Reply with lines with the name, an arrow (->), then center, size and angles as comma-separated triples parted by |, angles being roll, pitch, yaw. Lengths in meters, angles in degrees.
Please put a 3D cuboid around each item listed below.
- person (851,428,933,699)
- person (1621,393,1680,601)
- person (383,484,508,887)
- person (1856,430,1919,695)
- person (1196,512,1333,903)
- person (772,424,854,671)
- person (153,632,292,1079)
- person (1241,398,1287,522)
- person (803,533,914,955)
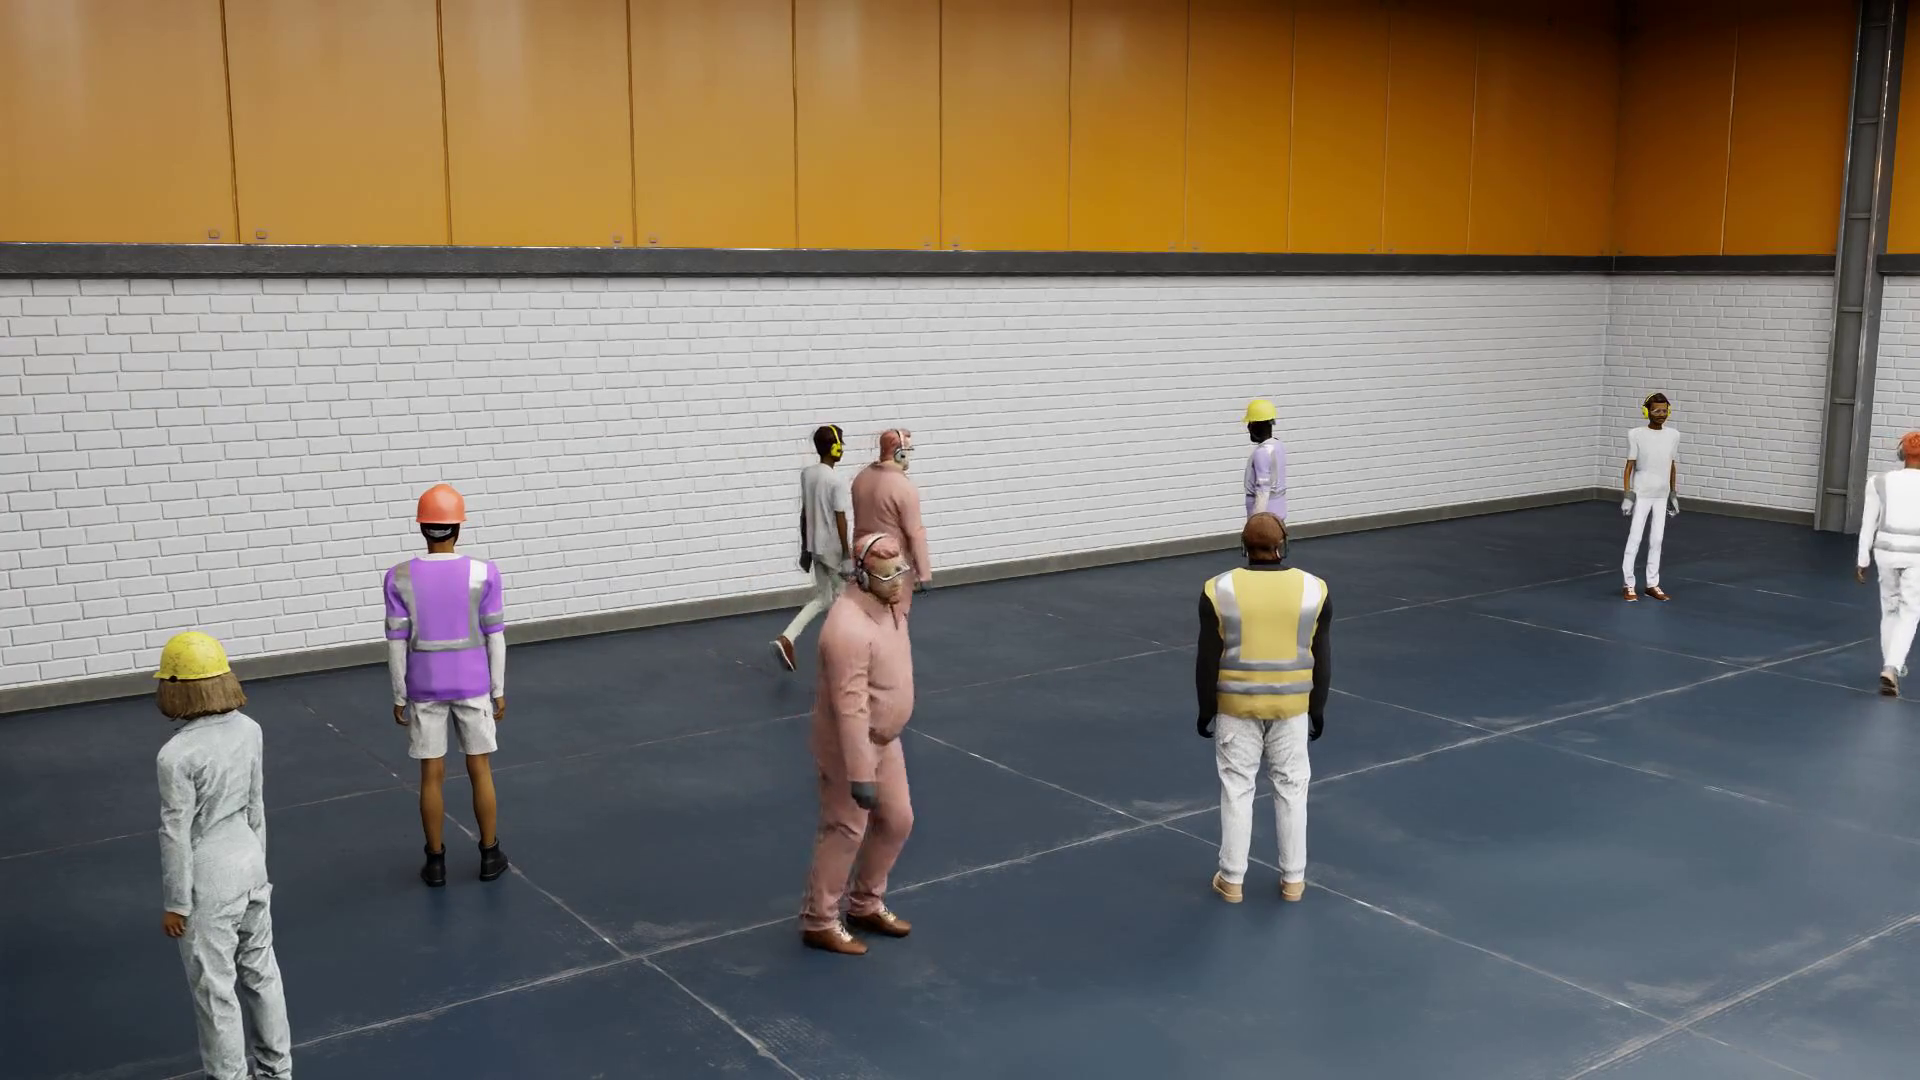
person -> -0.416, 0.177, 11.352 | 0.502, 1.889, 0.681 | -7, 11, -35
person -> 6.181, -0.381, 14.863 | 0.532, 1.870, 0.316 | -1, 9, -7
person -> -2.459, 0.698, 7.993 | 0.547, 1.938, 0.377 | -2, 9, -14
person -> 6.634, 0.152, 11.689 | 0.589, 1.846, 0.936 | 9, 13, 43
person -> 1.408, 0.782, 7.782 | 0.626, 1.840, 0.430 | 0, 9, 1
person -> -1.000, 0.088, 12.029 | 0.642, 1.853, 0.530 | -8, 12, -40
person -> -2.568, 1.168, 5.728 | 0.333, 1.733, 0.480 | 2, 9, 10
person -> 2.440, -0.180, 13.443 | 0.373, 1.927, 0.585 | 4, 10, 23
person -> -0.449, 0.880, 7.098 | 0.555, 1.867, 0.664 | 3, 10, 18
